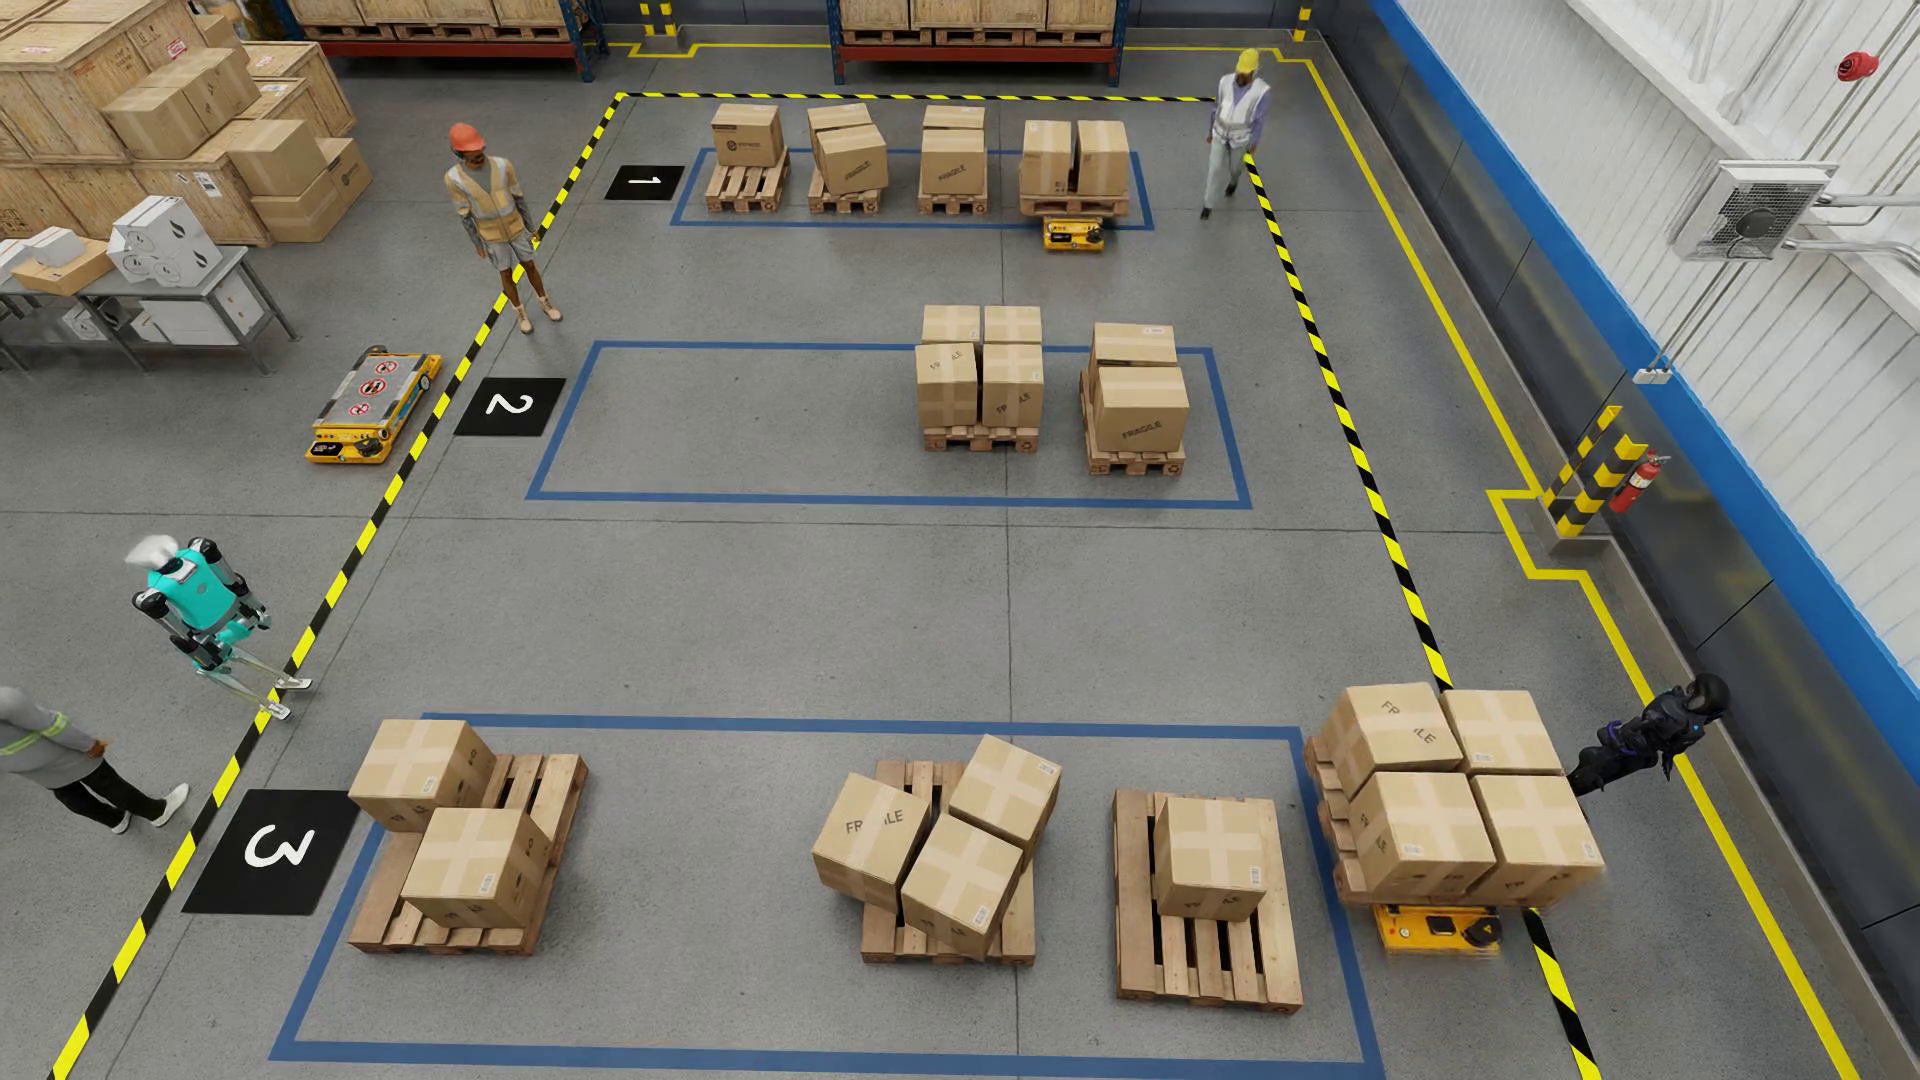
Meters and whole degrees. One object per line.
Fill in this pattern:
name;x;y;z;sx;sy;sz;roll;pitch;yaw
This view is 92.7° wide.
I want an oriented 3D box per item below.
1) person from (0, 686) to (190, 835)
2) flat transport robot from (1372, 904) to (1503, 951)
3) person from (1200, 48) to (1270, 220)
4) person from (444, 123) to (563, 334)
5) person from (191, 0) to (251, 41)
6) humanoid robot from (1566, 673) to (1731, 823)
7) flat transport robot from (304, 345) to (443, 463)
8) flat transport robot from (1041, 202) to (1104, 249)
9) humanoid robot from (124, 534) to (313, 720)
person;-5.346;1.182;5.333;0.589;1.847;0.406;-5;50;-4
flat transport robot;2.846;1.823;5.806;0.652;0.197;1.431;1;50;1
person;3.059;-4.552;10.210;0.597;1.808;0.766;22;53;17
person;-4.323;-2.921;8.675;0.608;2.048;0.363;-31;56;-24
person;-9.737;-6.940;12.161;0.681;1.920;0.553;28;55;22
humanoid robot;3.925;1.262;5.369;0.599;1.653;0.315;-7;50;-6
flat transport robot;-5.383;-1.269;8.441;0.659;0.231;1.431;1;50;1
flat transport robot;1.280;-3.841;10.599;0.652;0.197;1.431;1;50;1
humanoid robot;-4.836;0.545;5.854;0.735;1.681;0.533;9;50;8
